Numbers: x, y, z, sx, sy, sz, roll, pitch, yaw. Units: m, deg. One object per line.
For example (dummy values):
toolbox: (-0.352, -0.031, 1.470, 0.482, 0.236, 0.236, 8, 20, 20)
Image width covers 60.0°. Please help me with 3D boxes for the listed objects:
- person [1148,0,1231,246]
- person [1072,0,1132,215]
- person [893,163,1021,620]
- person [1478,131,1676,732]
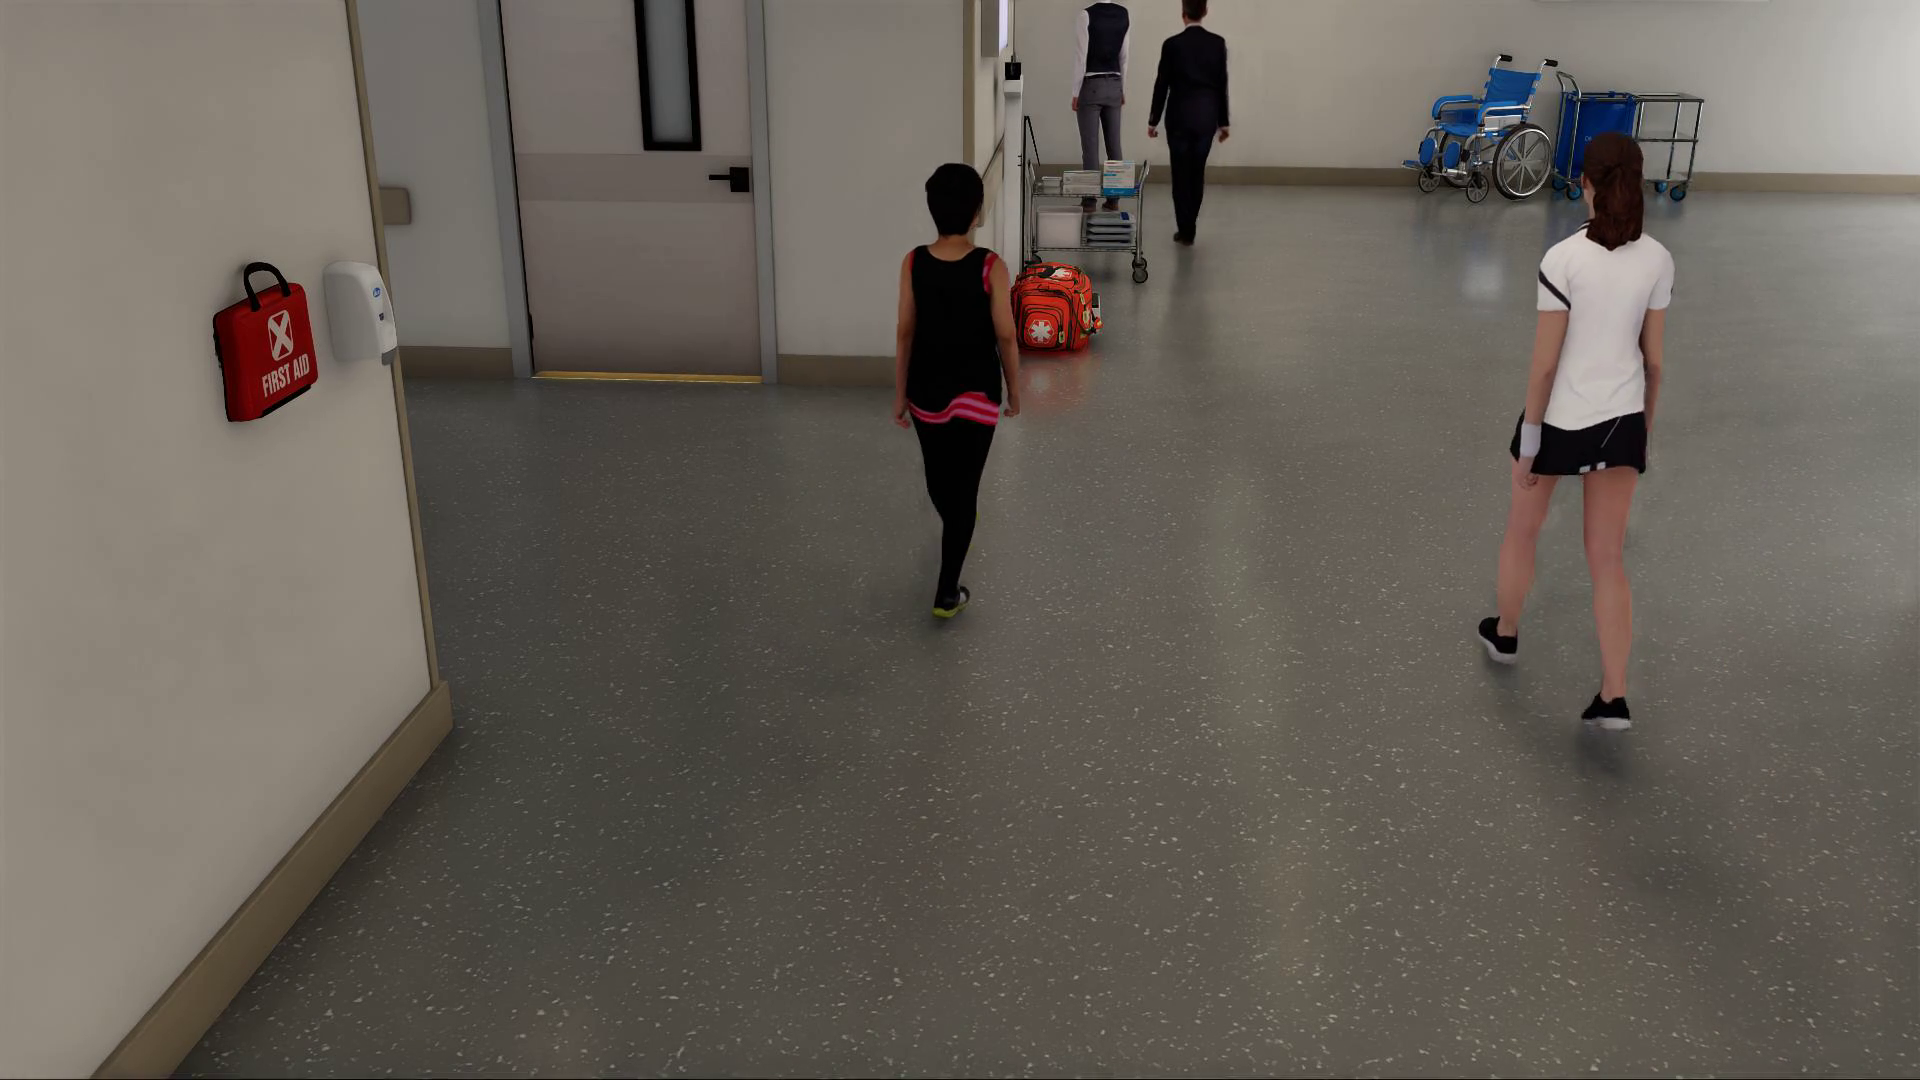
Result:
person: (1.689, -3.051, 12.092, 0.860, 1.793, 1.052, -3, 21, -8)
person: (1.134, -3.623, 13.398, 0.745, 1.938, 0.746, -9, 23, -23)
person: (-0.044, -0.472, 5.678, 0.728, 1.515, 1.054, 7, 22, 17)
person: (1.850, -0.262, 4.848, 0.674, 1.709, 1.179, 0, 21, -1)
